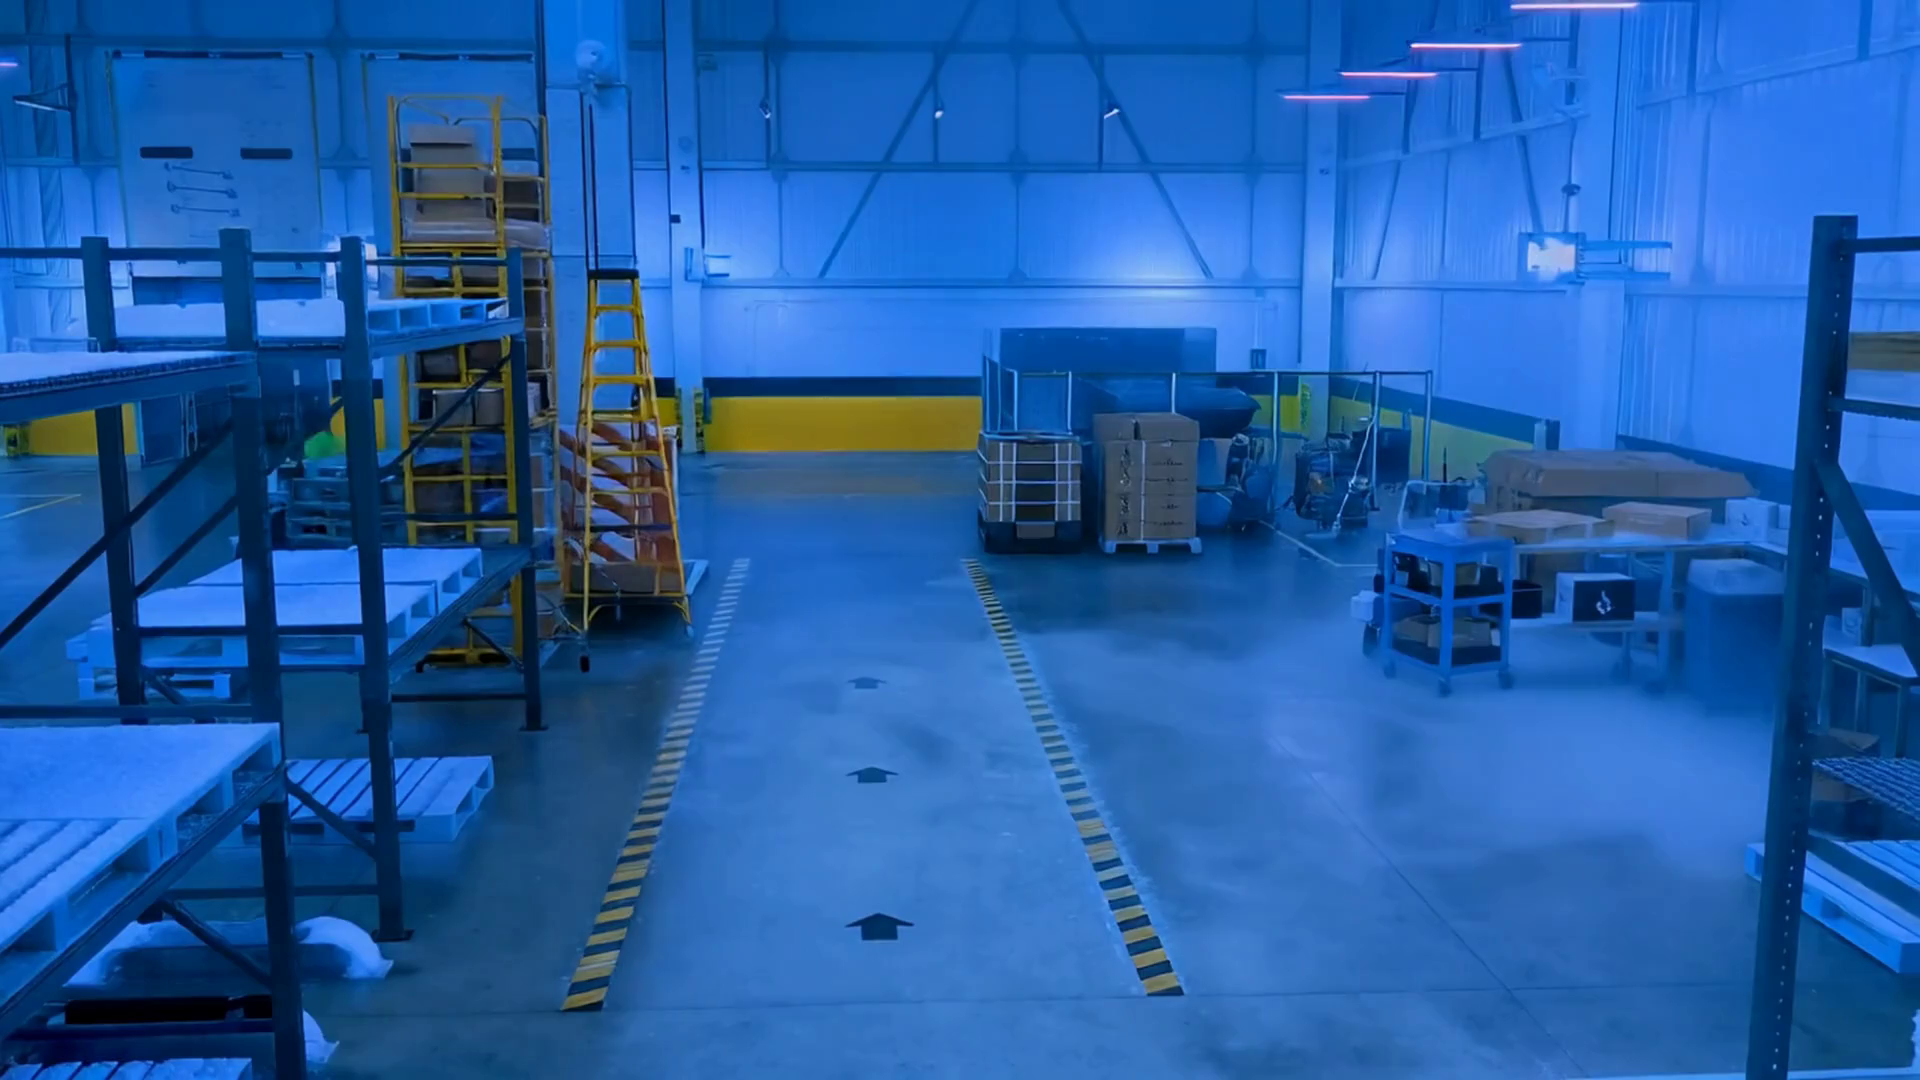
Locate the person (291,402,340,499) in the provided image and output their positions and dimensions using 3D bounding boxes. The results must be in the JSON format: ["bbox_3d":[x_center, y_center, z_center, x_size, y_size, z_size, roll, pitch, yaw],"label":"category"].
[{"bbox_3d":[-6.243,-0.497,16.072,0.863,1.655,0.552,-1,9,-6],"label":"person"}]

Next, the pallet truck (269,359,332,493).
[{"bbox_3d":[-7.062,-1.131,18.996,1.885,1.965,0.823,2,9,13],"label":"pallet truck"}]
